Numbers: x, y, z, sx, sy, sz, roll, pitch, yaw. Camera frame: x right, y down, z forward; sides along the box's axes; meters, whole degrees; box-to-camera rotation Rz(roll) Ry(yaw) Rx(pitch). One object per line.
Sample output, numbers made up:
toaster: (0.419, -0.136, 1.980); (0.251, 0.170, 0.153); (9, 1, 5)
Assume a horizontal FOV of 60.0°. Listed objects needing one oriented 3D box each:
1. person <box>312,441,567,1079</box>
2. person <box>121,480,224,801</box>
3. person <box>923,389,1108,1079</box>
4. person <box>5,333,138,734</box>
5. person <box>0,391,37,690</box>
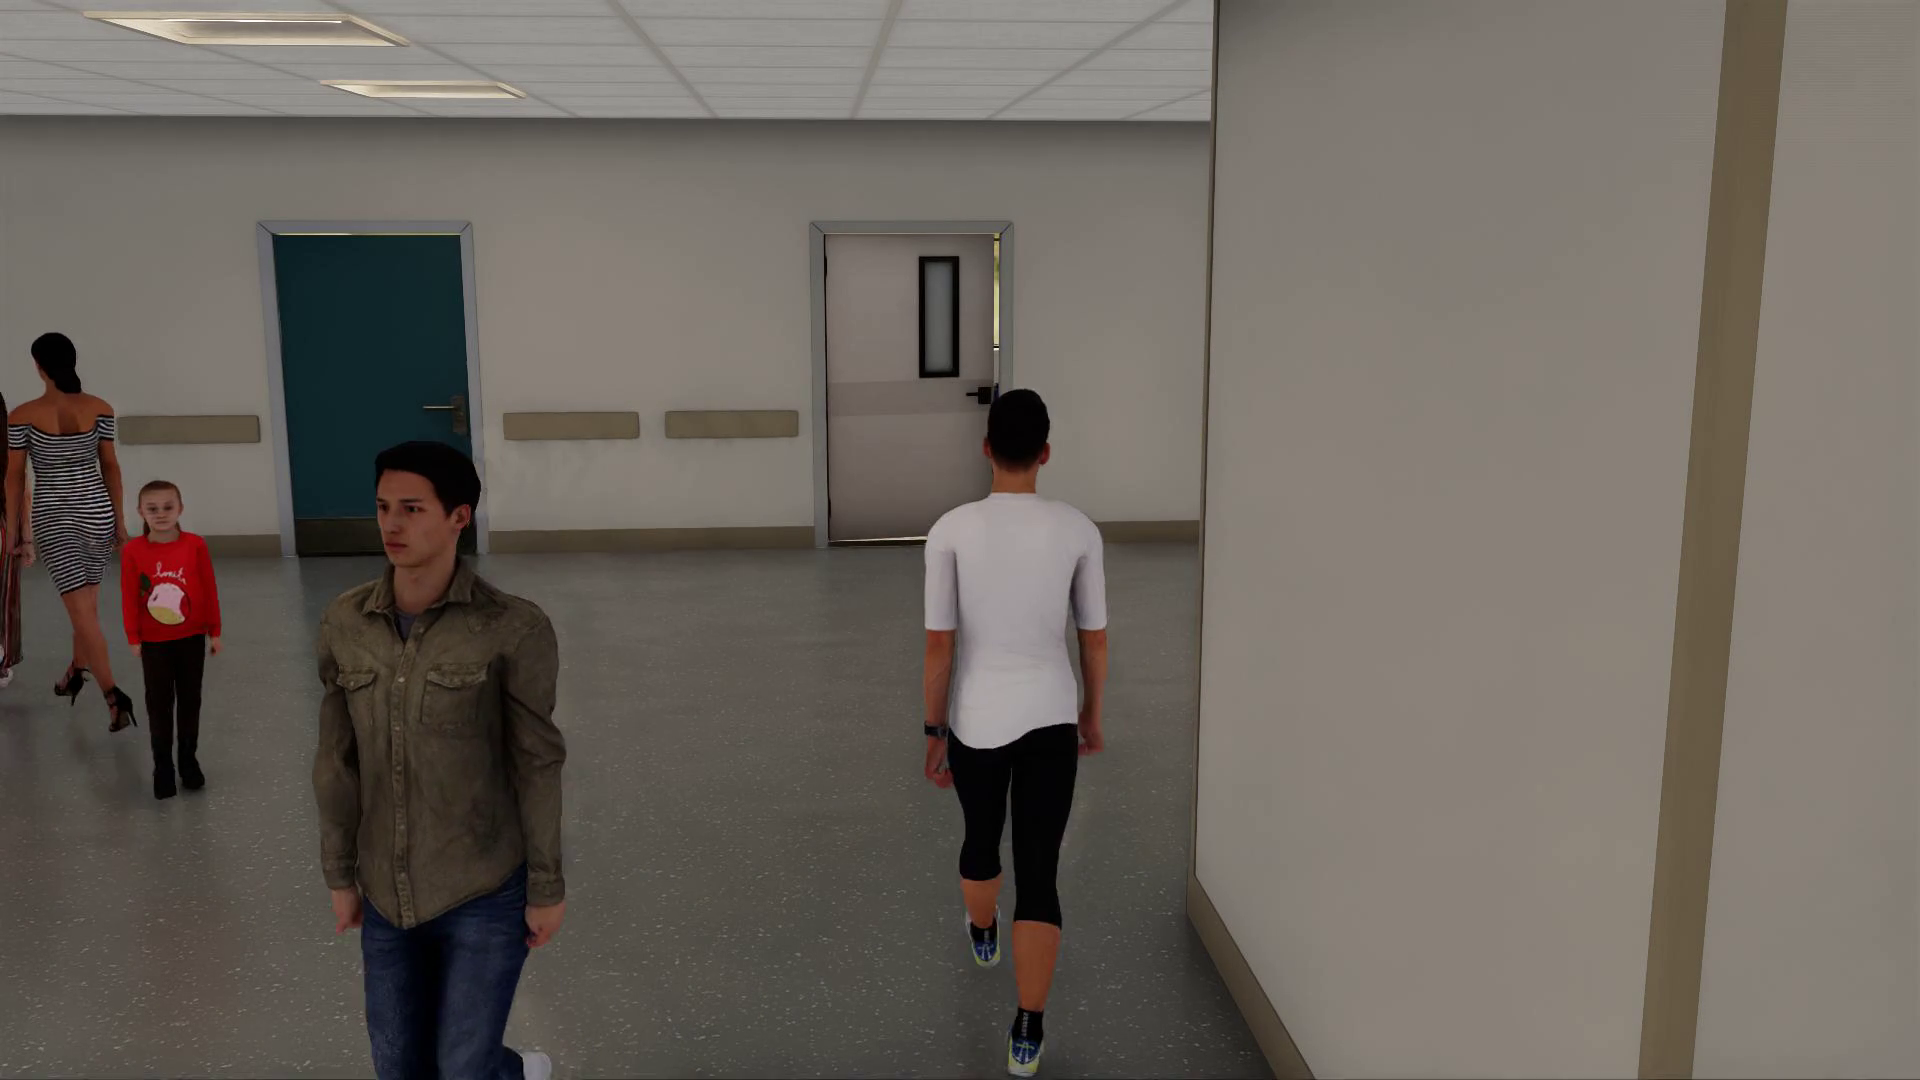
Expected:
person: (-1.047, 0.707, 3.543); (1.058, 1.849, 0.957); (2, 11, 12)
person: (-3.224, 0.384, 6.796); (0.622, 1.272, 0.678); (-8, 13, -37)
person: (0.162, 0.546, 4.527); (1.185, 1.799, 0.797); (0, 11, 0)
person: (-3.913, 0.017, 7.409); (1.129, 1.764, 1.129); (10, 15, 43)
person: (-4.711, 0.006, 8.066); (0.978, 1.539, 0.911); (-8, 13, -36)
